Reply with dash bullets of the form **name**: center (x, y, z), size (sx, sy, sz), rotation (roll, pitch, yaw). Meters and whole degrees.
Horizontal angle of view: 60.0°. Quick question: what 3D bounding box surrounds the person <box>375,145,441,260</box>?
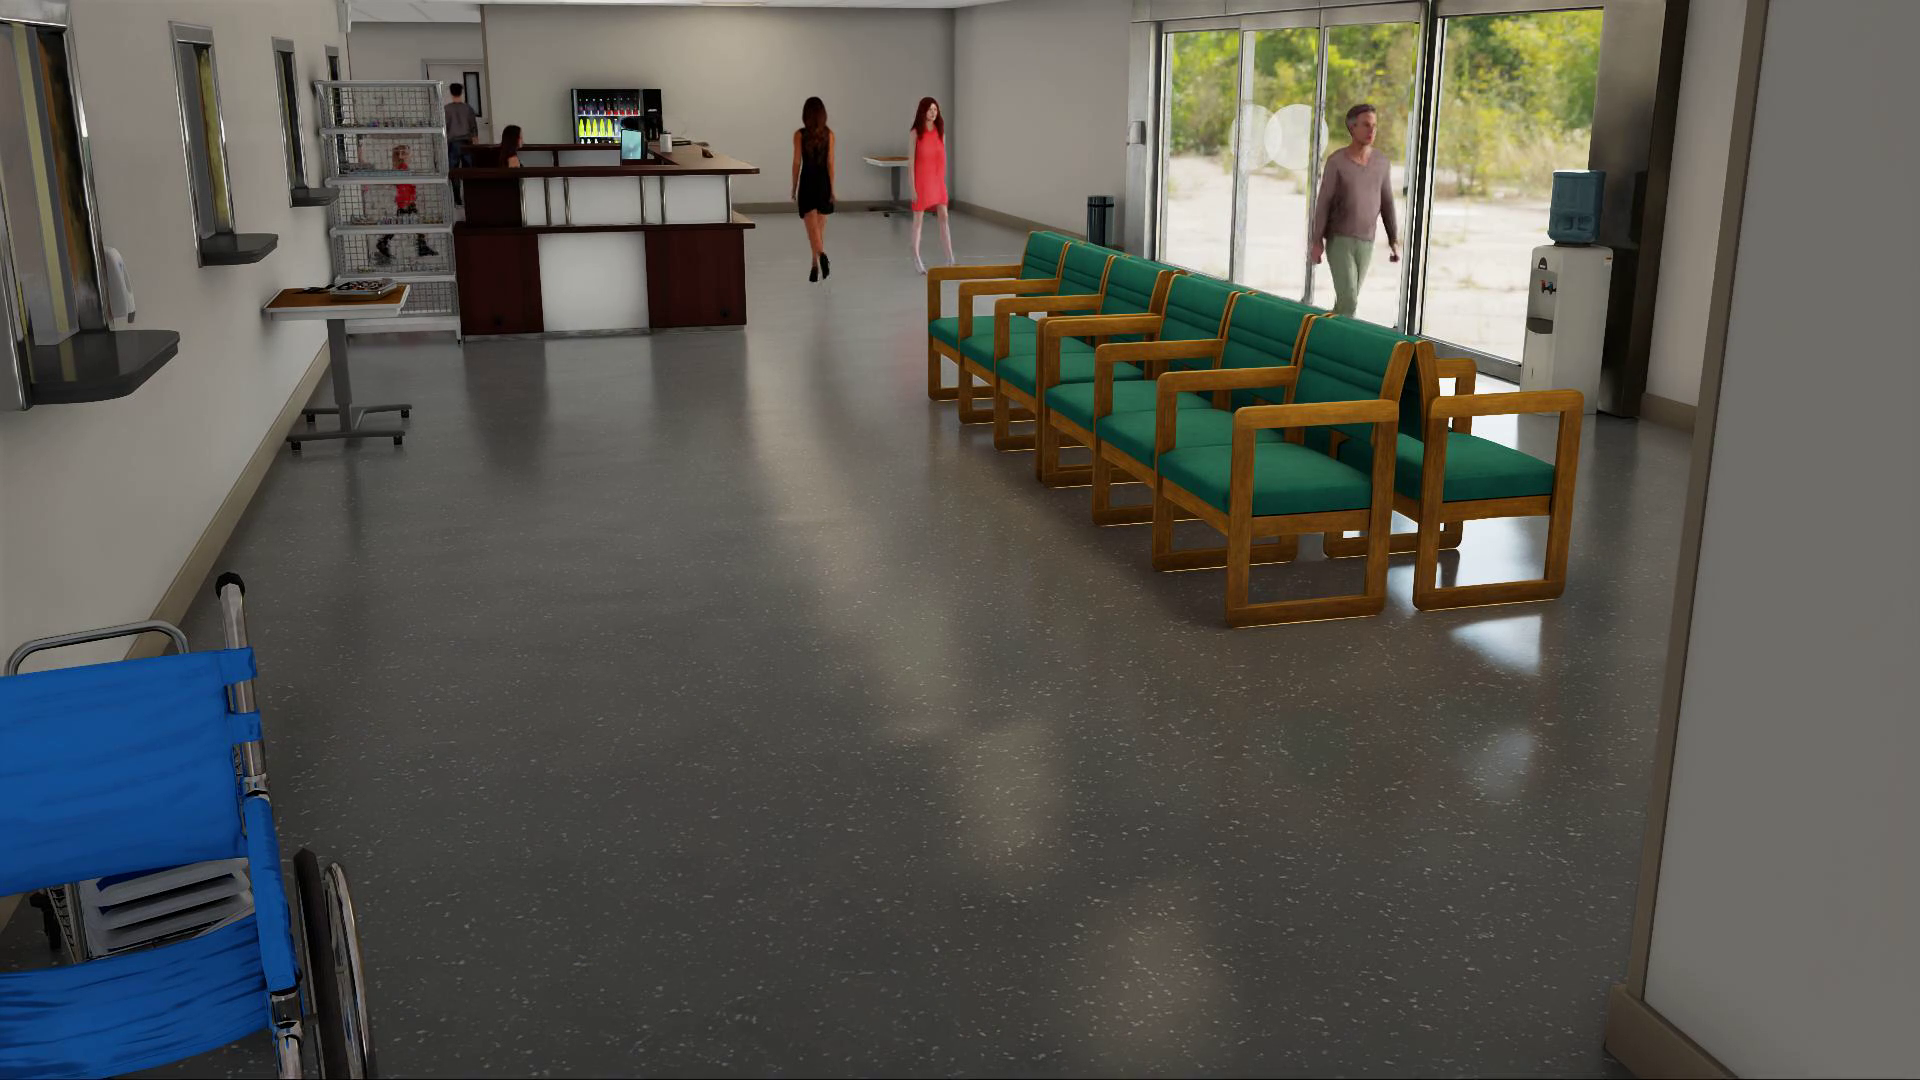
- **person**: center (-6.318, -3.810, 18.822), size (0.963, 1.263, 0.667), rotation (-10, 19, -32)

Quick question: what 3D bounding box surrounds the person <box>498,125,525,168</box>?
- **person**: center (-4.665, -3.441, 17.013), size (0.964, 1.536, 0.671), rotation (-8, 18, -27)

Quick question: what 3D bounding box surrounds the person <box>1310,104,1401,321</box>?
- **person**: center (2.589, -1.977, 11.254), size (1.033, 1.843, 0.832), rotation (-6, 17, -20)

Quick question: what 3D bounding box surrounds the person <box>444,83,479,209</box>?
- **person**: center (-7.657, -6.012, 25.511), size (1.015, 1.874, 0.809), rotation (-5, 17, -17)

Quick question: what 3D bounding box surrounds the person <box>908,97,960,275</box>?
- **person**: center (-0.371, -3.580, 17.045), size (1.099, 1.786, 0.835), rotation (-8, 17, -25)

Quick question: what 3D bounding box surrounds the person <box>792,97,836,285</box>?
- **person**: center (-1.392, -3.321, 16.162), size (1.049, 1.766, 0.639), rotation (-5, 16, -16)
